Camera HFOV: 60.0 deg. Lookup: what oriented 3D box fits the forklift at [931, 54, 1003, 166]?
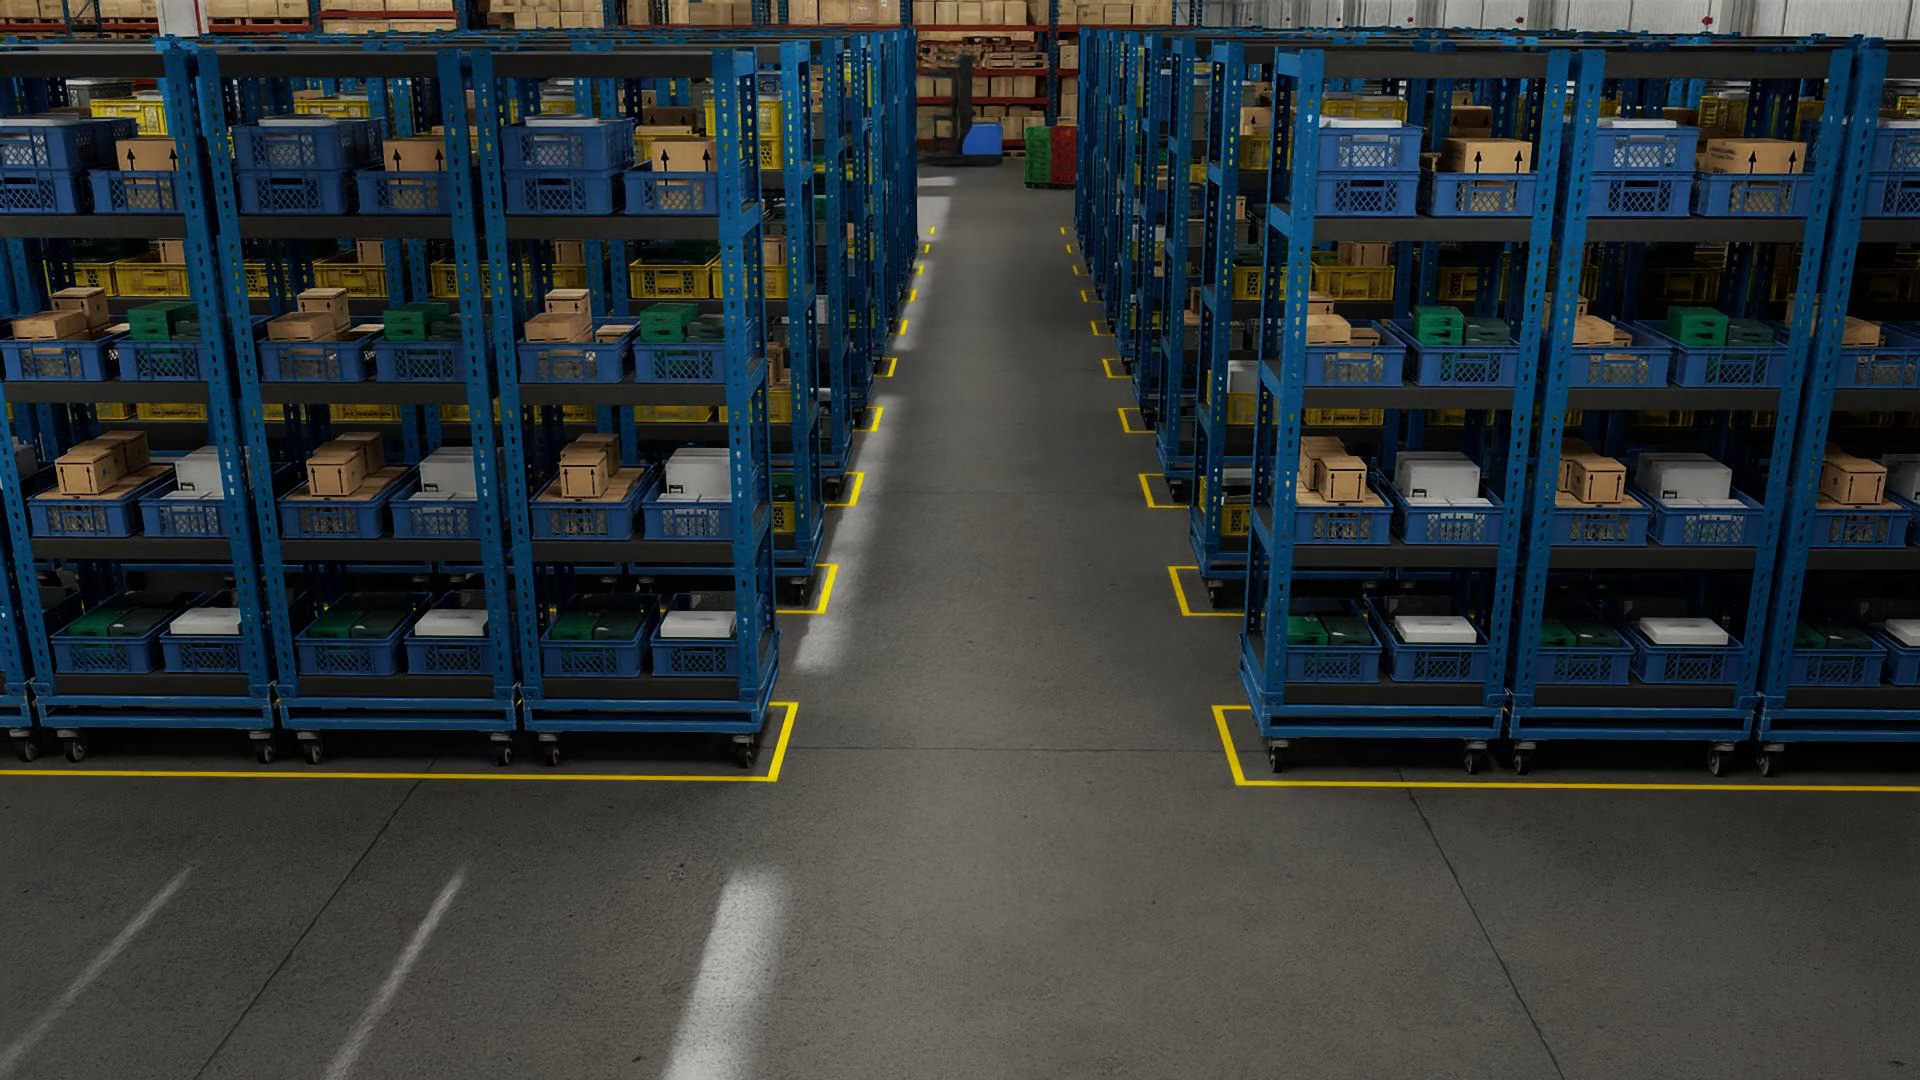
[{"bbox_3d":[0.199,-11.256,43.510,1.873,2.768,1.129,0,17,1],"label":"forklift"}]
